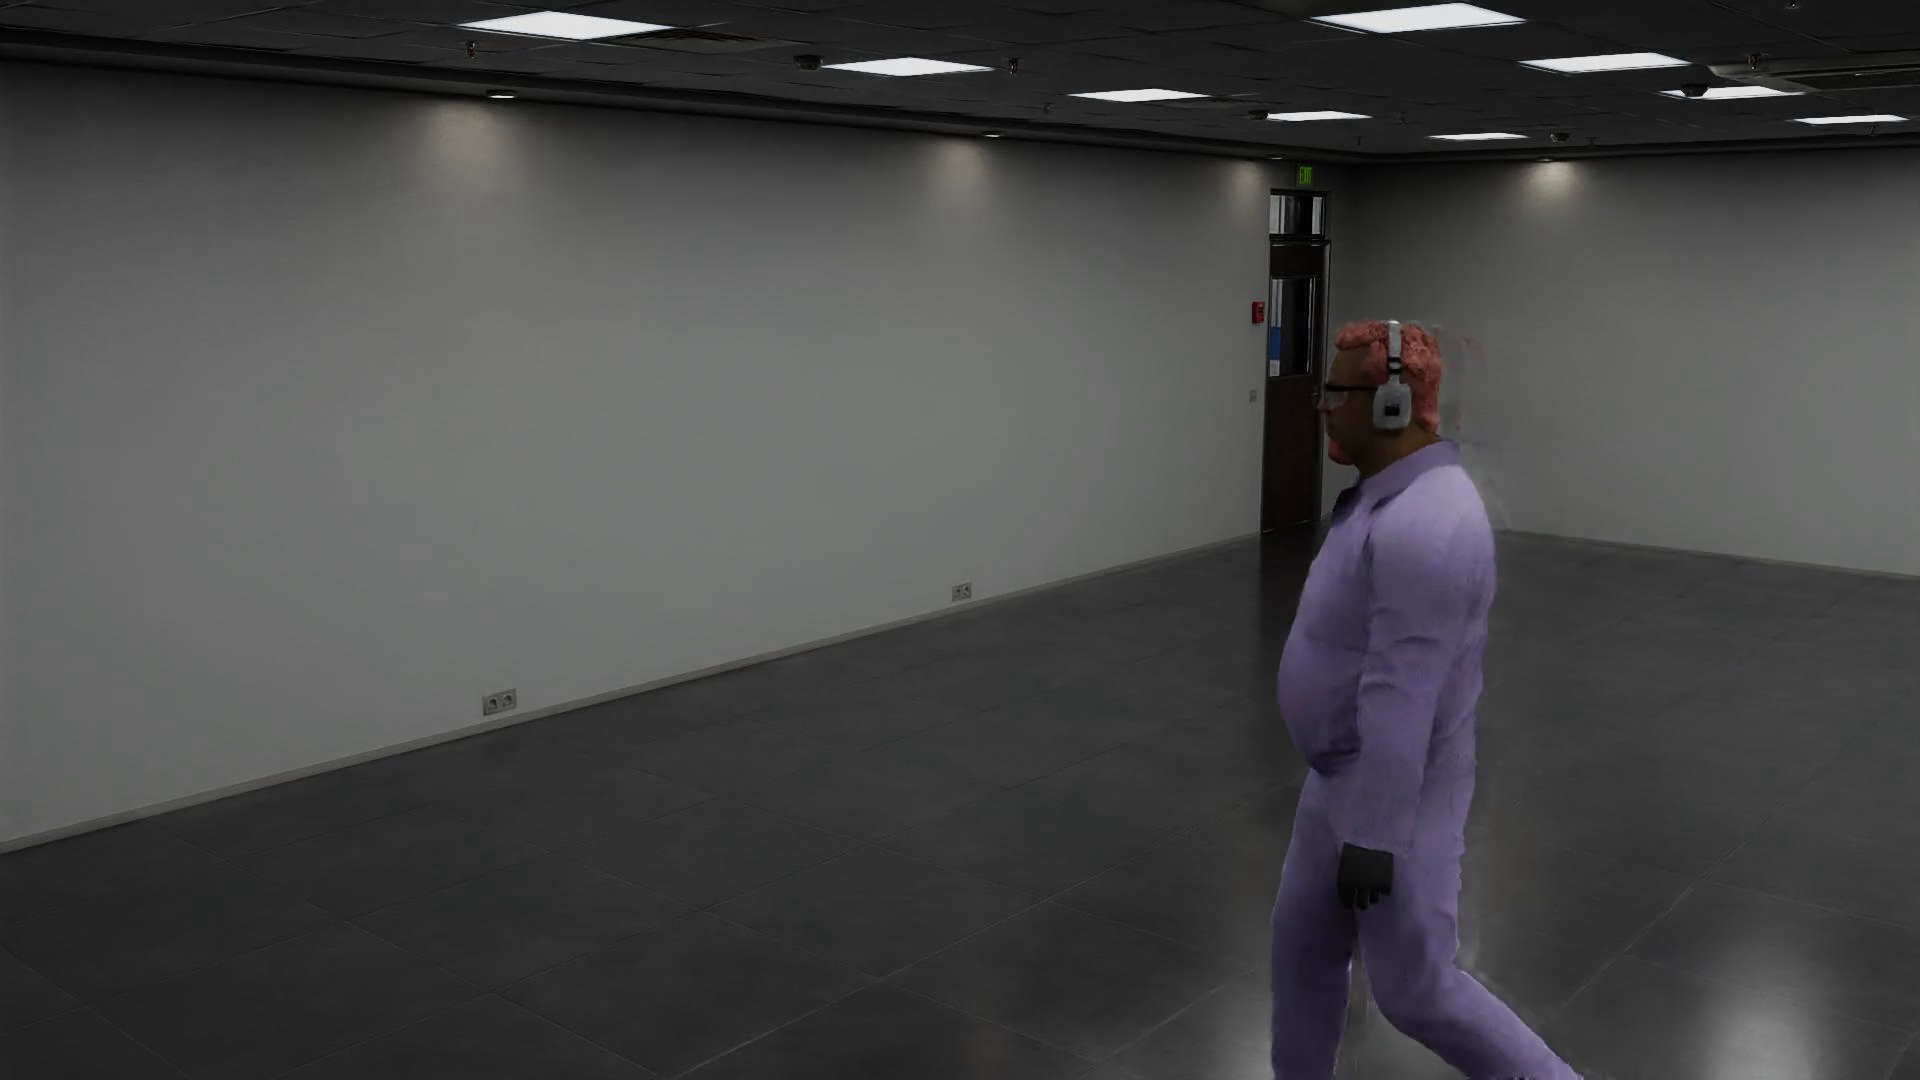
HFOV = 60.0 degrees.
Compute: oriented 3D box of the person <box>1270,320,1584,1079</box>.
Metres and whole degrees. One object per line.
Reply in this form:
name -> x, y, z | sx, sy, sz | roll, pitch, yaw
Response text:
person -> 0.941, 0.493, 3.402 | 0.840, 1.882, 0.640 | 1, 10, 5
